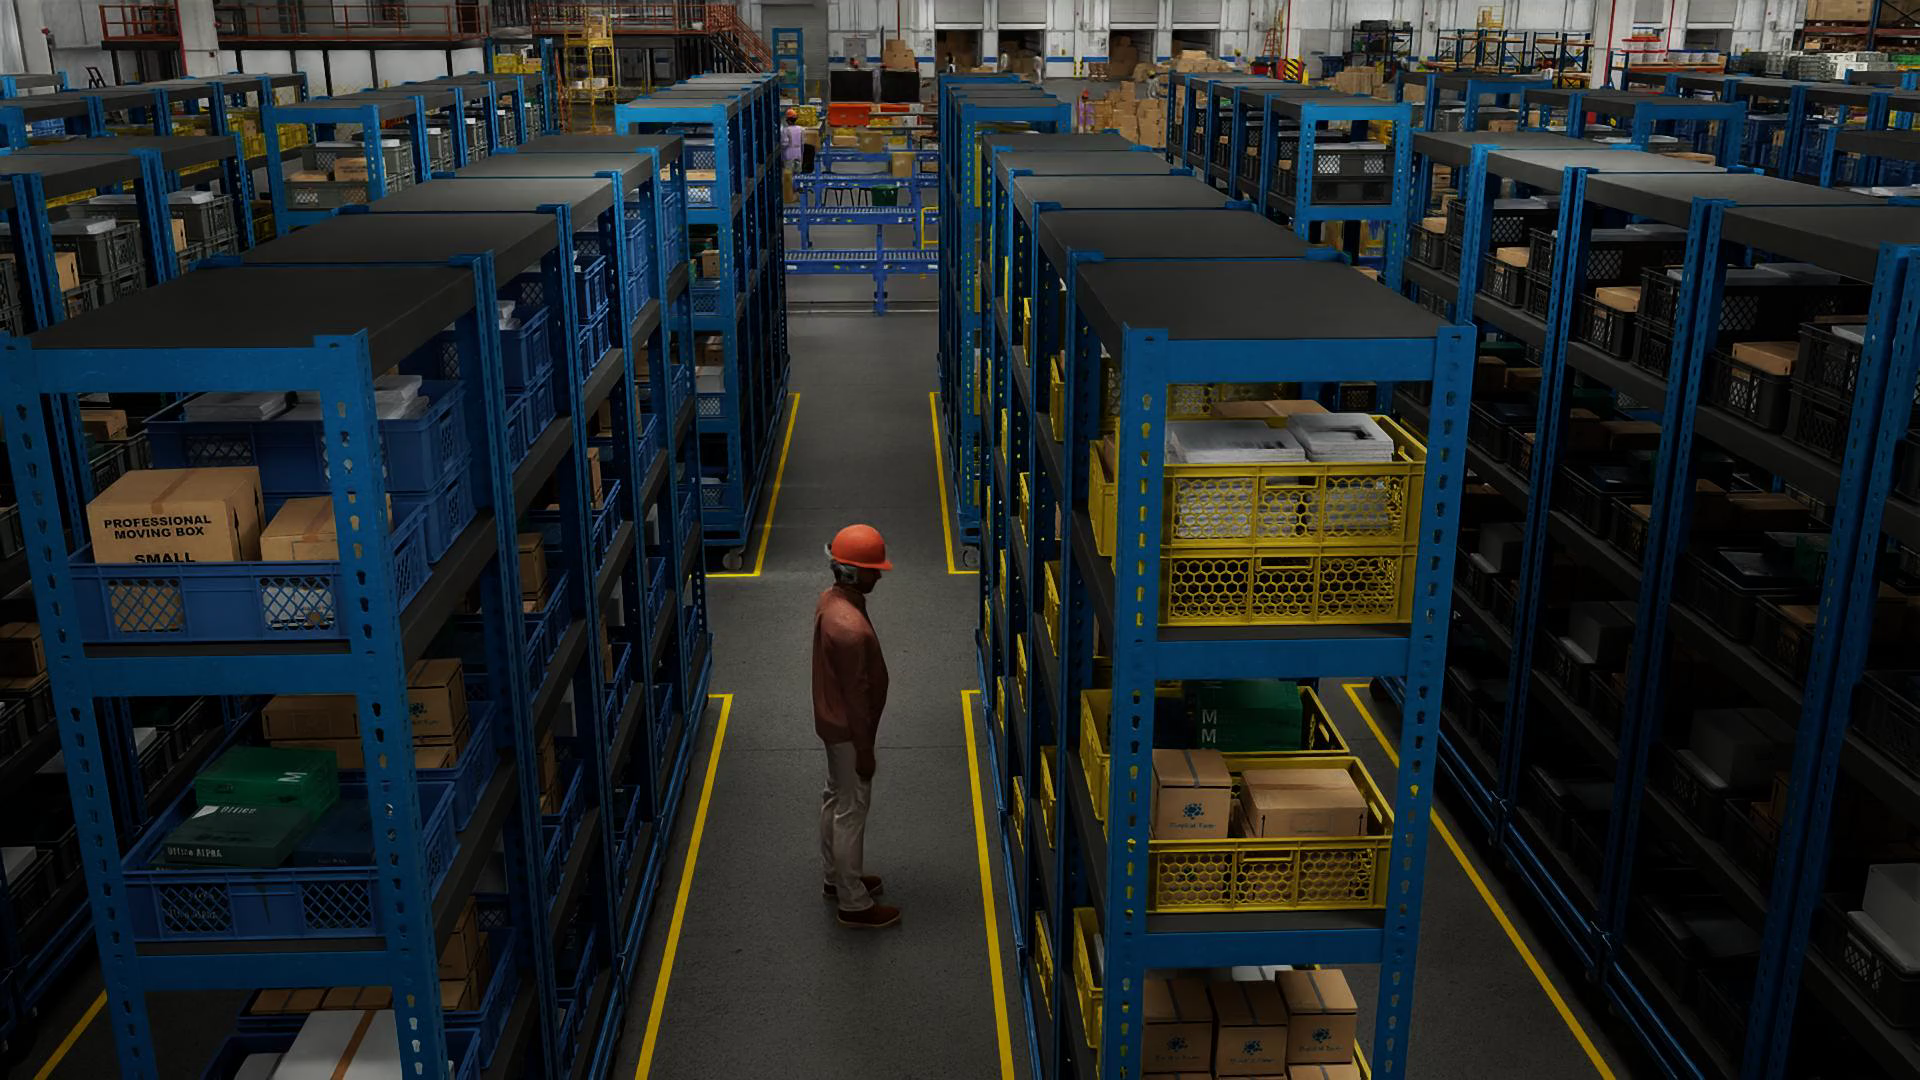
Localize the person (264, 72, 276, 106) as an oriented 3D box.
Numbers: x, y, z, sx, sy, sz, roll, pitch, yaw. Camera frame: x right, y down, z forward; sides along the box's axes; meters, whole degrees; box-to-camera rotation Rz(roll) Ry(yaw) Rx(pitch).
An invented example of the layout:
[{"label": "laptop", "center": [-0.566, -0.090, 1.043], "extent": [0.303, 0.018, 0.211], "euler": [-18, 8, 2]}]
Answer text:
[{"label": "person", "center": [-25.554, -16.347, 61.518], "extent": [0.505, 1.839, 0.344], "euler": [-9, 20, -25]}]

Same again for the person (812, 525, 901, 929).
[{"label": "person", "center": [-0.503, 0.885, 7.957], "extent": [0.393, 1.985, 0.610], "euler": [-5, 19, -15]}]

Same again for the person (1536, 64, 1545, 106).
[{"label": "person", "center": [24.107, -18.863, 69.275], "extent": [0.530, 1.857, 0.324], "euler": [-10, 20, -27]}]

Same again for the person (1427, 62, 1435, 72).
[{"label": "person", "center": [19.971, -19.366, 70.801], "extent": [1.011, 1.881, 0.567], "euler": [6, 19, 17]}]

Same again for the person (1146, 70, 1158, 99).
[{"label": "person", "center": [7.725, -18.037, 66.930], "extent": [0.500, 1.720, 0.631], "euler": [4, 18, 11]}]

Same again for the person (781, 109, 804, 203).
[{"label": "person", "center": [-3.735, -8.531, 37.003], "extent": [0.378, 2.044, 0.607], "euler": [16, 24, 41]}]

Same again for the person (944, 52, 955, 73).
[{"label": "person", "center": [-0.550, -24.952, 88.180], "extent": [0.621, 1.820, 0.841], "euler": [-12, 22, -33]}]

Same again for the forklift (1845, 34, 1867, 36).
[{"label": "forklift", "center": [44.081, -23.568, 82.196], "extent": [1.129, 2.768, 1.873], "euler": [-1, 18, -2]}]

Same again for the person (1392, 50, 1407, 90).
[{"label": "person", "center": [22.576, -24.097, 85.175], "extent": [0.976, 2.000, 0.727], "euler": [-12, 21, -32]}]

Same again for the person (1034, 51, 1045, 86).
[{"label": "person", "center": [4.311, -25.246, 89.097], "extent": [0.822, 1.809, 0.629], "euler": [11, 21, 31]}]

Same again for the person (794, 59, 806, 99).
[{"label": "person", "center": [-7.394, -21.293, 76.807], "extent": [0.599, 1.840, 0.935], "euler": [4, 18, 13]}]

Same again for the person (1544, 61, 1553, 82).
[{"label": "person", "center": [25.406, -19.746, 71.964], "extent": [0.344, 1.882, 0.585], "euler": [17, 24, 42]}]

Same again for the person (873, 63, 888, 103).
[{"label": "person", "center": [-3.328, -19.186, 70.261], "extent": [0.934, 1.889, 0.539], "euler": [1, 18, 4]}]

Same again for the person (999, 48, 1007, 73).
[{"label": "person", "center": [2.330, -26.209, 91.894], "extent": [0.634, 1.927, 0.618], "euler": [5, 19, 16]}]

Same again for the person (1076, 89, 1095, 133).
[{"label": "person", "center": [3.606, -12.028, 48.014], "extent": [0.571, 1.925, 0.497], "euler": [-4, 18, -12]}]

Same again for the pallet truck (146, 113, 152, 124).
[{"label": "pallet truck", "center": [-18.087, -8.309, 36.390], "extent": [1.885, 1.965, 0.823], "euler": [-1, 18, -4]}]

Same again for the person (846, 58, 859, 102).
[{"label": "person", "center": [-4.832, -20.702, 74.866], "extent": [0.600, 1.917, 0.377], "euler": [5, 19, 14]}]

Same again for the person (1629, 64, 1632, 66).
[{"label": "person", "center": [32.162, -22.518, 80.453], "extent": [0.627, 1.940, 0.373], "euler": [-2, 18, -5]}]

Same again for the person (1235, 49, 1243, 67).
[{"label": "person", "center": [14.892, -25.322, 89.176], "extent": [0.431, 1.905, 0.612], "euler": [-10, 20, -28]}]

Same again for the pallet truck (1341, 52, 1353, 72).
[{"label": "pallet truck", "center": [18.794, -23.123, 82.231], "extent": [0.823, 1.965, 1.885], "euler": [-13, 22, -35]}]

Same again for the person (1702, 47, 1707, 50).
[{"label": "person", "center": [42.177, -27.057, 94.532], "extent": [0.381, 1.918, 0.584], "euler": [-7, 19, -20]}]

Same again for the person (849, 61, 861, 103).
[{"label": "person", "center": [-4.459, -19.266, 70.379], "extent": [0.621, 1.956, 1.004], "euler": [-9, 20, -26]}]

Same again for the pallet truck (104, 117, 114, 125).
[{"label": "pallet truck", "center": [-18.367, -7.885, 35.078], "extent": [1.885, 1.965, 0.823], "euler": [1, 18, 2]}]

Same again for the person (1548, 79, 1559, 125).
[{"label": "person", "center": [20.782, -15.295, 58.383], "extent": [0.542, 1.755, 0.381], "euler": [8, 20, 23]}]

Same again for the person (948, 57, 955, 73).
[{"label": "person", "center": [-0.370, -21.191, 76.379], "extent": [0.394, 1.920, 0.587], "euler": [3, 18, 9]}]
